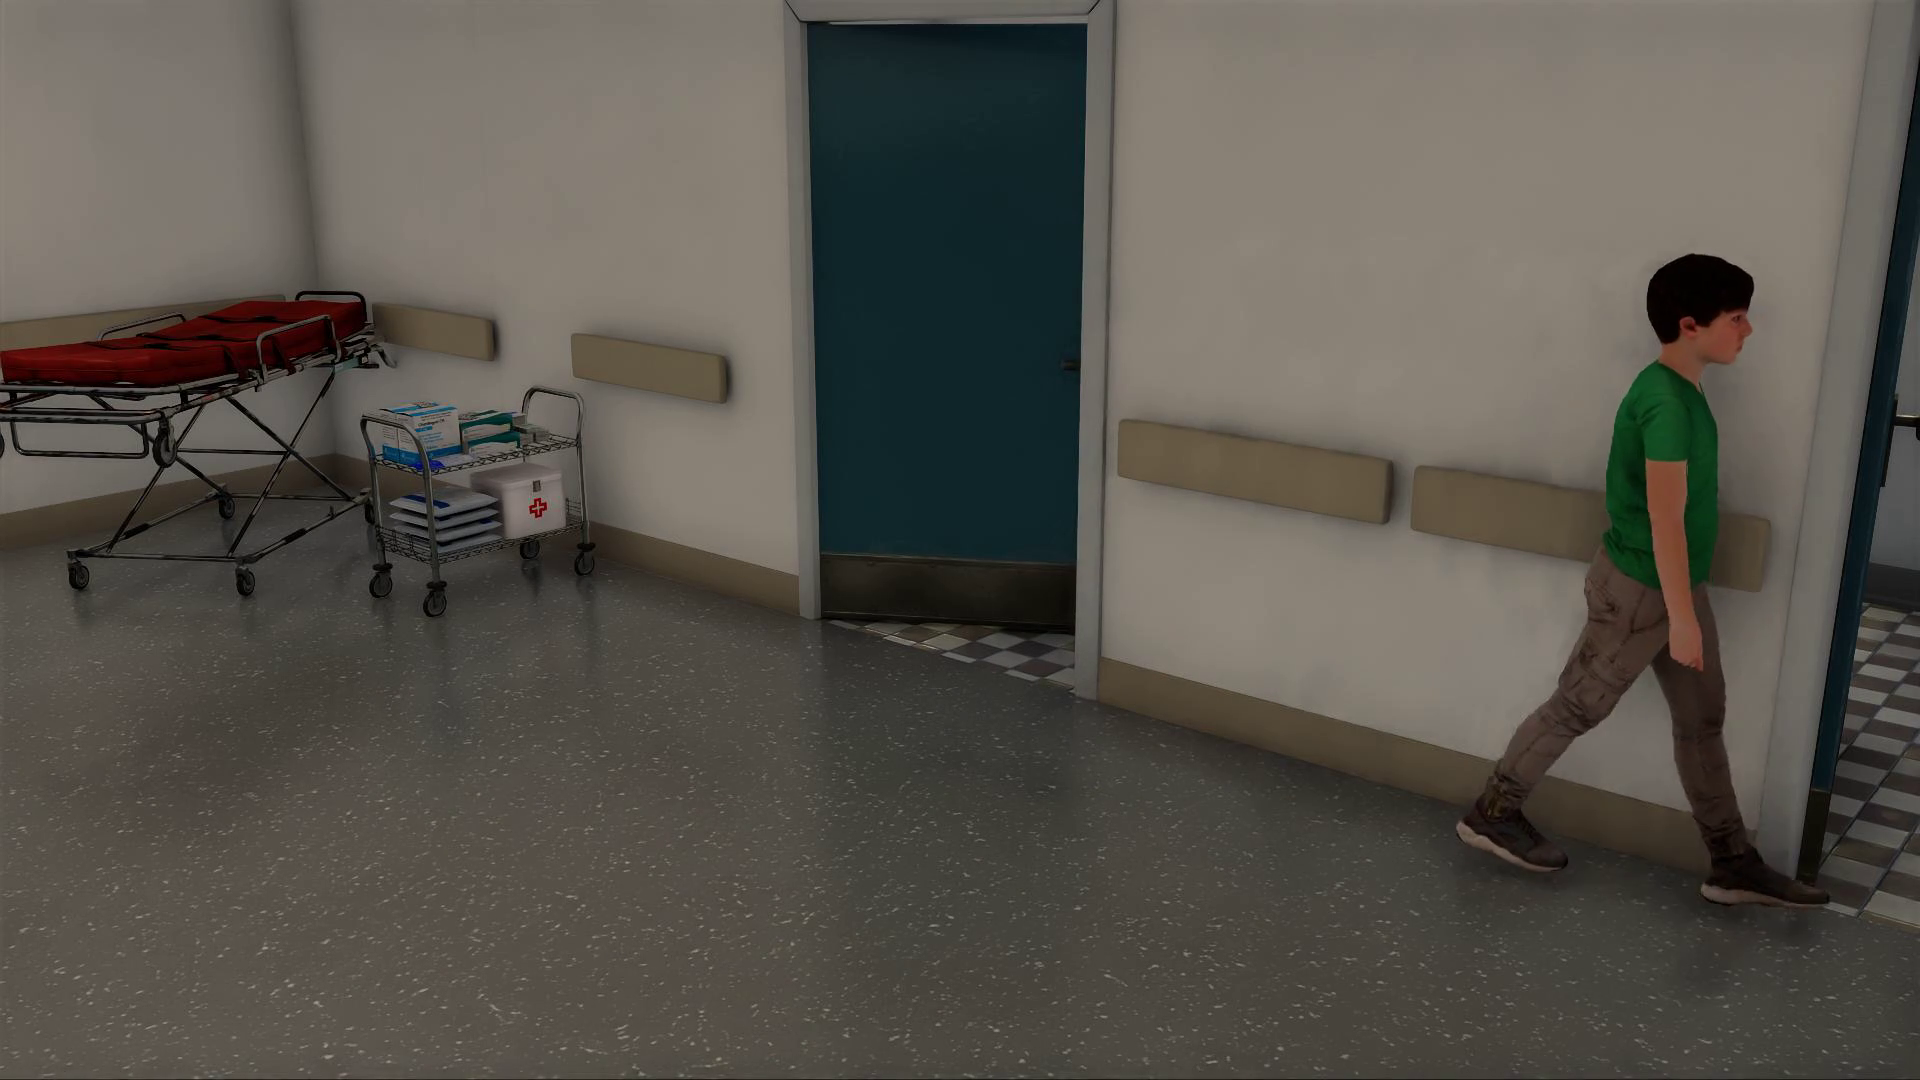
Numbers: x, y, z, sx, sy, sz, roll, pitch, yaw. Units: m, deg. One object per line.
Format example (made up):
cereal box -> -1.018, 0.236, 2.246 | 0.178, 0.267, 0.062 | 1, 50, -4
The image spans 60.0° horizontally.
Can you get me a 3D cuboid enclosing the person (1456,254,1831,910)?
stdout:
person -> 1.609, 0.133, 4.129 | 1.152, 1.605, 0.712 | 9, 18, 30
